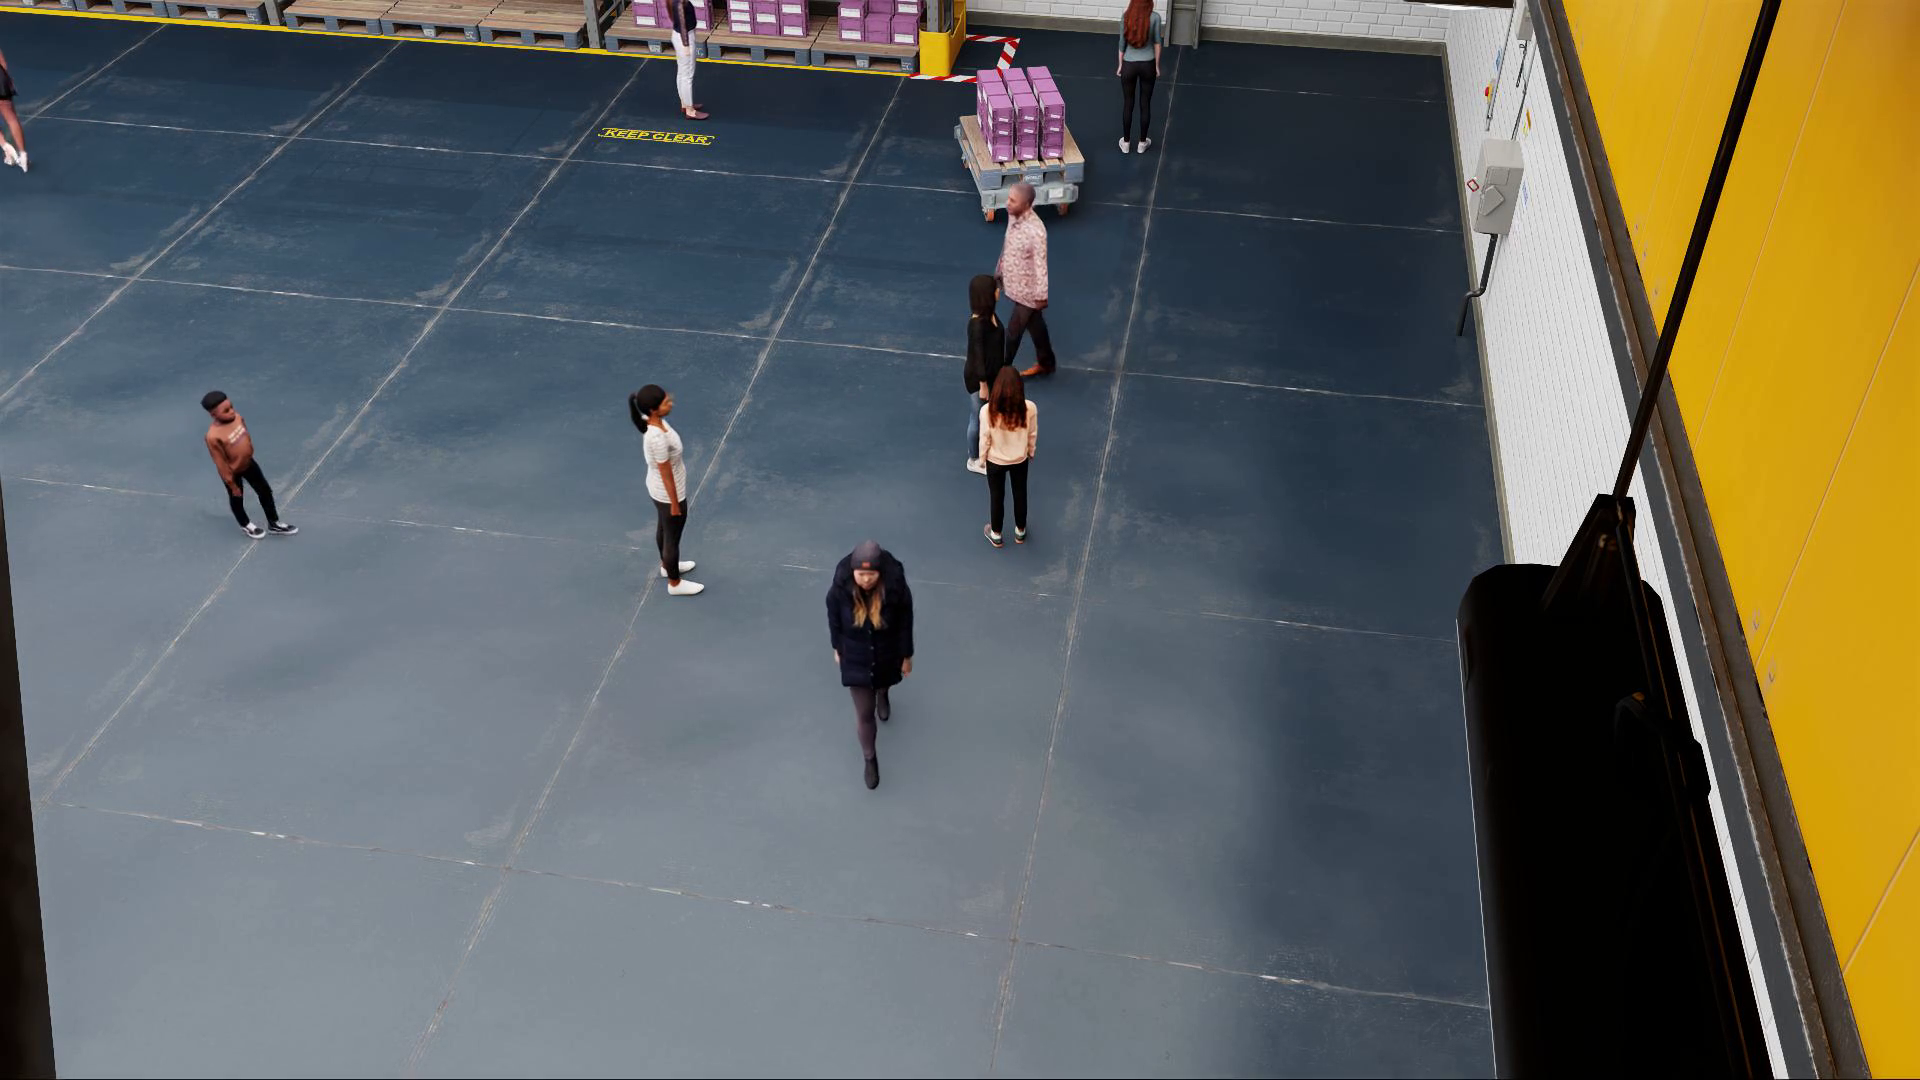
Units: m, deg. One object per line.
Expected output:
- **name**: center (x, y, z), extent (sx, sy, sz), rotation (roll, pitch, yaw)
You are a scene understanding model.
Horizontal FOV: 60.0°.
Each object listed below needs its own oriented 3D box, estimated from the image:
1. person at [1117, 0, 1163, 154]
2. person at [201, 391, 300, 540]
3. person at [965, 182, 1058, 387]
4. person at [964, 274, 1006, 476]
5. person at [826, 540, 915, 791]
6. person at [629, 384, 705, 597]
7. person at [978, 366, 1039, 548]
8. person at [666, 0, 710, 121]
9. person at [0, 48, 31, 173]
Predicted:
- **person**: center (1.792, -4.734, 16.692), extent (0.474, 1.743, 0.645), rotation (5, 39, 6)
- **person**: center (-5.196, -0.529, 11.830), extent (0.712, 1.240, 0.605), rotation (15, 41, 18)
- **person**: center (0.610, -2.027, 13.282), extent (1.211, 1.768, 1.035), rotation (-12, 40, -15)
- **person**: center (0.162, -1.254, 12.413), extent (0.518, 1.645, 0.580), rotation (4, 39, 5)
- **person**: center (-0.521, 0.622, 10.069), extent (1.103, 1.637, 0.903), rotation (-2, 39, -3)
- **person**: center (-1.999, -0.351, 11.280), extent (0.673, 1.647, 0.653), rotation (-12, 40, -14)
- **person**: center (0.334, -0.589, 11.710), extent (0.564, 1.484, 0.695), rotation (-7, 39, -9)
- **person**: center (-2.867, -5.213, 17.400), extent (0.676, 1.607, 0.676), rotation (-12, 40, -15)
- **person**: center (-9.462, -4.431, 16.284), extent (0.719, 1.778, 0.769), rotation (-31, 48, -33)
